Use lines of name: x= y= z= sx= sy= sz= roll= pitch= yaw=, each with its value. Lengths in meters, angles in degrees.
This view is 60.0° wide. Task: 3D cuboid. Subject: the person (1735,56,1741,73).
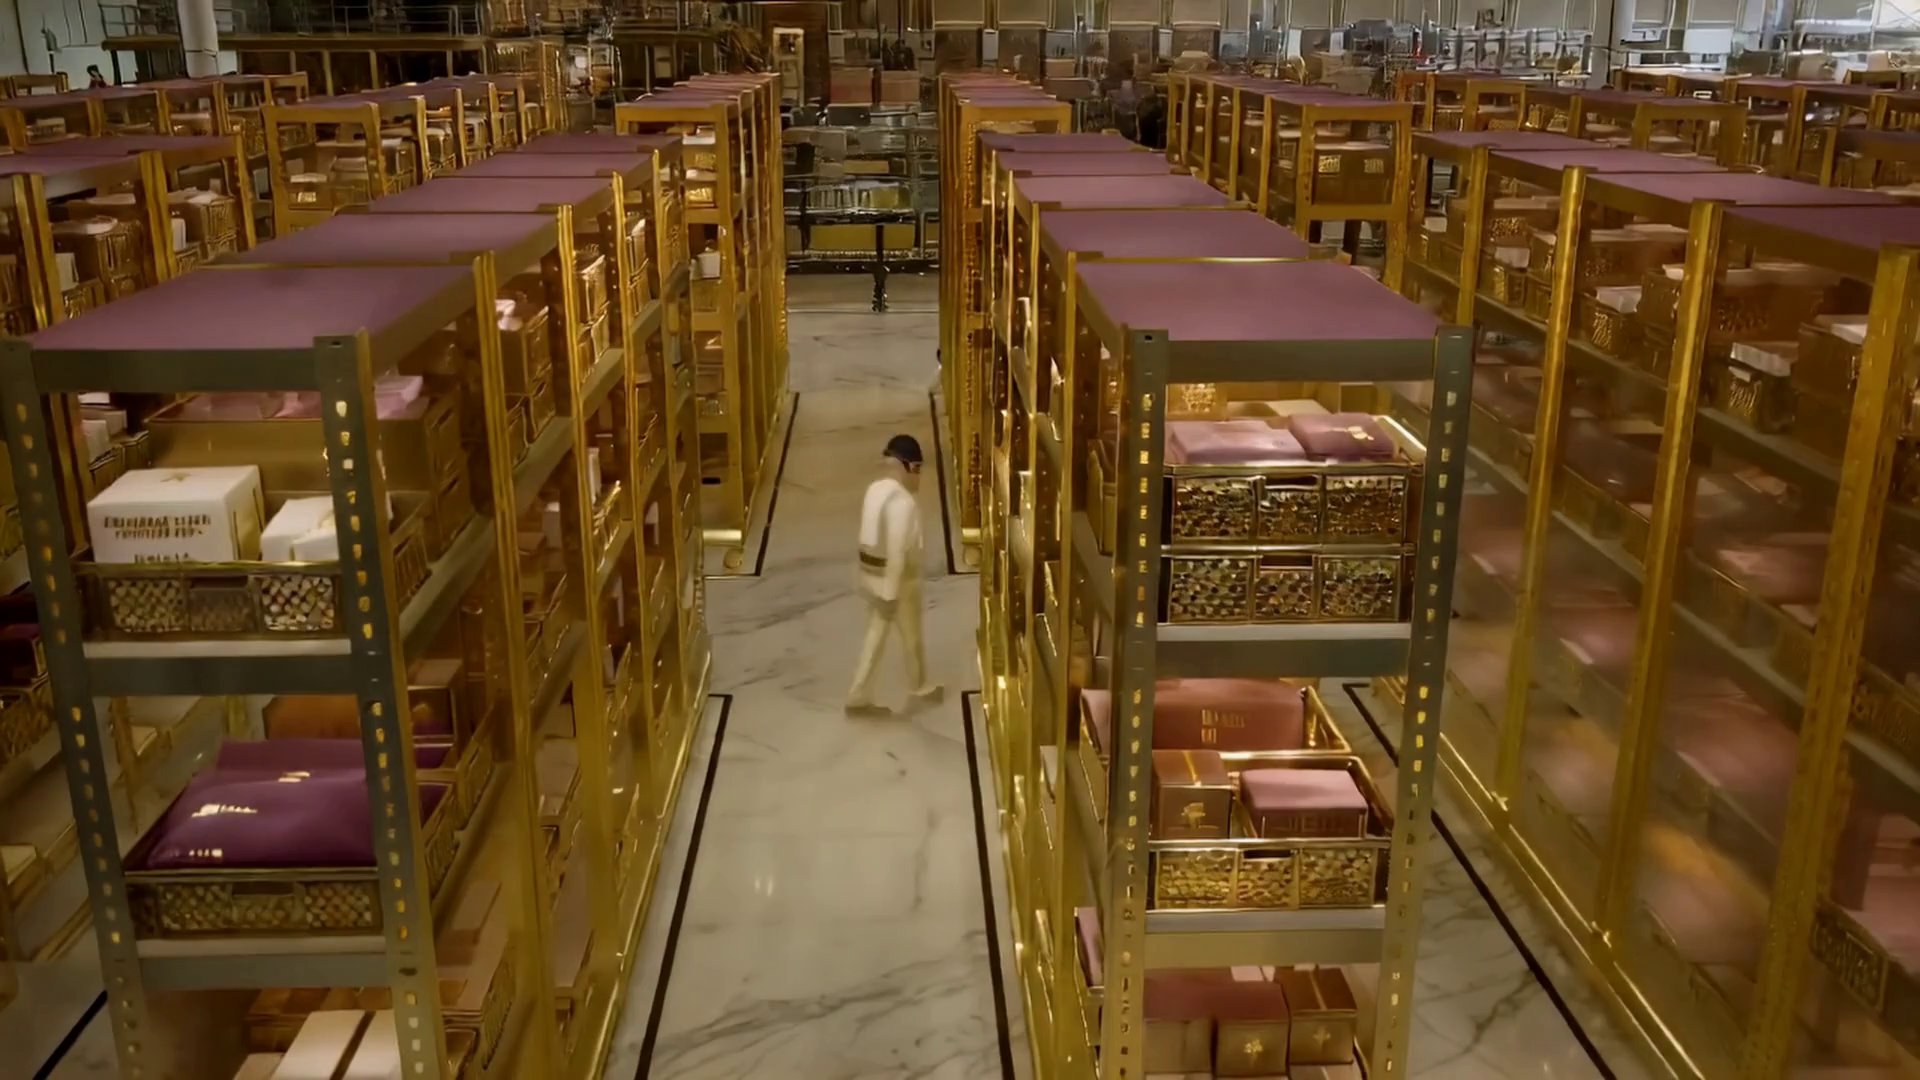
person: x=37.042 y=-22.090 z=79.186 sx=0.789 sy=1.894 sz=0.603 roll=-10 pitch=21 yaw=-29

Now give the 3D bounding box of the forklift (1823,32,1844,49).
forklift: x=45.186 y=-24.889 z=86.282 sx=1.873 sy=2.768 sz=1.129 roll=-6 pitch=19 yaw=-19

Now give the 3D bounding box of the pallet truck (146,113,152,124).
pallet truck: x=-18.087 y=-8.309 z=36.390 sx=1.885 sy=1.965 sz=0.823 roll=-1 pitch=18 yaw=-4

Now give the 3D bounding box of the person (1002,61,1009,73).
person: x=1.979 y=-20.109 z=73.138 sx=0.580 sy=1.851 sz=0.537 roll=-12 pitch=21 yaw=-32

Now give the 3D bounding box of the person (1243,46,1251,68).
person: x=16.439 y=-27.253 z=95.124 sx=0.369 sy=1.925 sz=0.594 roll=-9 pitch=20 yaw=-27

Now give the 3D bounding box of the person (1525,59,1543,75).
person: x=24.057 y=-19.137 z=69.826 sx=0.682 sy=2.000 sz=0.537 roll=5 pitch=19 yaw=15

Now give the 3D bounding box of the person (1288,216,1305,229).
person: x=5.436 y=-5.076 z=26.812 sx=0.849 sy=1.726 sz=0.546 roll=-5 pitch=19 yaw=-16

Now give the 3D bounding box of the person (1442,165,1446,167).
person: x=12.964 y=-10.513 z=43.856 sx=0.435 sy=1.607 sz=0.651 roll=4 pitch=18 yaw=11

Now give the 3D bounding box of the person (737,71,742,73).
person: x=-8.577 y=-17.353 z=64.746 sx=0.524 sy=1.769 sz=0.325 roll=11 pitch=21 yaw=31

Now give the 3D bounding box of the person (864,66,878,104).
person: x=-3.752 y=-18.781 z=69.124 sx=0.980 sy=1.786 sz=0.525 roll=-12 pitch=22 yaw=-34

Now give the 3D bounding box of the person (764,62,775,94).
person: x=-7.835 y=-18.828 z=68.990 sx=0.605 sy=1.966 sz=0.367 roll=-4 pitch=18 yaw=-13

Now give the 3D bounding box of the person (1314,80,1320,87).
person: x=12.137 y=-14.835 z=56.939 sx=0.603 sy=1.791 sz=0.948 roll=2 pitch=18 yaw=6

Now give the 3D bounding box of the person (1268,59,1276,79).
person: x=15.053 y=-22.384 z=80.442 sx=0.549 sy=1.688 sz=0.323 roll=-16 pitch=24 yaw=-40

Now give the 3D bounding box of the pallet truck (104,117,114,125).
pallet truck: x=-18.367 y=-7.885 z=35.078 sx=1.885 sy=1.965 sz=0.823 roll=1 pitch=18 yaw=2

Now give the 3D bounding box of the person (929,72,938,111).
person: x=-0.881 y=-16.244 z=61.171 sx=1.019 sy=1.875 sz=0.597 roll=2 pitch=18 yaw=5

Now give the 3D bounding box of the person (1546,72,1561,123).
person: x=21.646 y=-16.110 z=60.711 sx=0.615 sy=1.885 sz=0.612 roll=13 pitch=22 yaw=35

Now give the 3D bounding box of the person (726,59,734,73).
person: x=-12.154 y=-24.765 z=87.428 sx=0.426 sy=1.933 sz=0.607 roll=16 pitch=24 yaw=41

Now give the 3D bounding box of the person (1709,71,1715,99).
person: x=28.878 y=-17.250 z=64.313 sx=0.573 sy=1.851 sz=0.887 roll=3 pitch=18 yaw=10

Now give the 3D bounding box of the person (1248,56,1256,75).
person: x=13.783 y=-21.720 z=78.048 sx=0.968 sy=1.892 sz=0.647 roll=0 pitch=18 yaw=-1

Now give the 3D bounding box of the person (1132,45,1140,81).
person: x=10.073 y=-27.247 z=94.999 sx=0.396 sy=1.992 sz=0.623 roll=-6 pitch=19 yaw=-19

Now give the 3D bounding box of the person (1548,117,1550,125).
person: x=19.979 y=-14.732 z=56.832 sx=0.889 sy=1.659 sz=0.534 roll=3 pitch=18 yaw=9

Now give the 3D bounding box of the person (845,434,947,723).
person: x=-0.403 y=0.243 z=10.287 sx=0.816 sy=1.769 sz=0.604 roll=-10 pitch=21 yaw=-29

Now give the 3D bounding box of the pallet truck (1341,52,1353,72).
pallet truck: x=18.794 y=-23.123 z=82.231 sx=0.823 sy=1.965 sz=1.885 roll=-13 pitch=22 yaw=-35

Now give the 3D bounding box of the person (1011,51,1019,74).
person: x=3.118 y=-25.863 z=91.043 sx=0.880 sy=1.810 sz=0.629 roll=5 pitch=19 yaw=15

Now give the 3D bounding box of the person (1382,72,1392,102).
person: x=15.704 y=-16.236 z=61.124 sx=0.328 sy=1.872 sz=0.510 roll=-7 pitch=19 yaw=-21

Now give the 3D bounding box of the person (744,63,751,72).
person: x=-10.784 y=-23.666 z=84.317 sx=0.493 sy=1.742 sz=0.322 roll=14 pitch=23 yaw=38

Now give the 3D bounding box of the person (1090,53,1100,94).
person: x=6.620 y=-22.783 z=81.277 sx=0.358 sy=1.937 sz=0.548 roll=-10 pitch=20 yaw=-28
